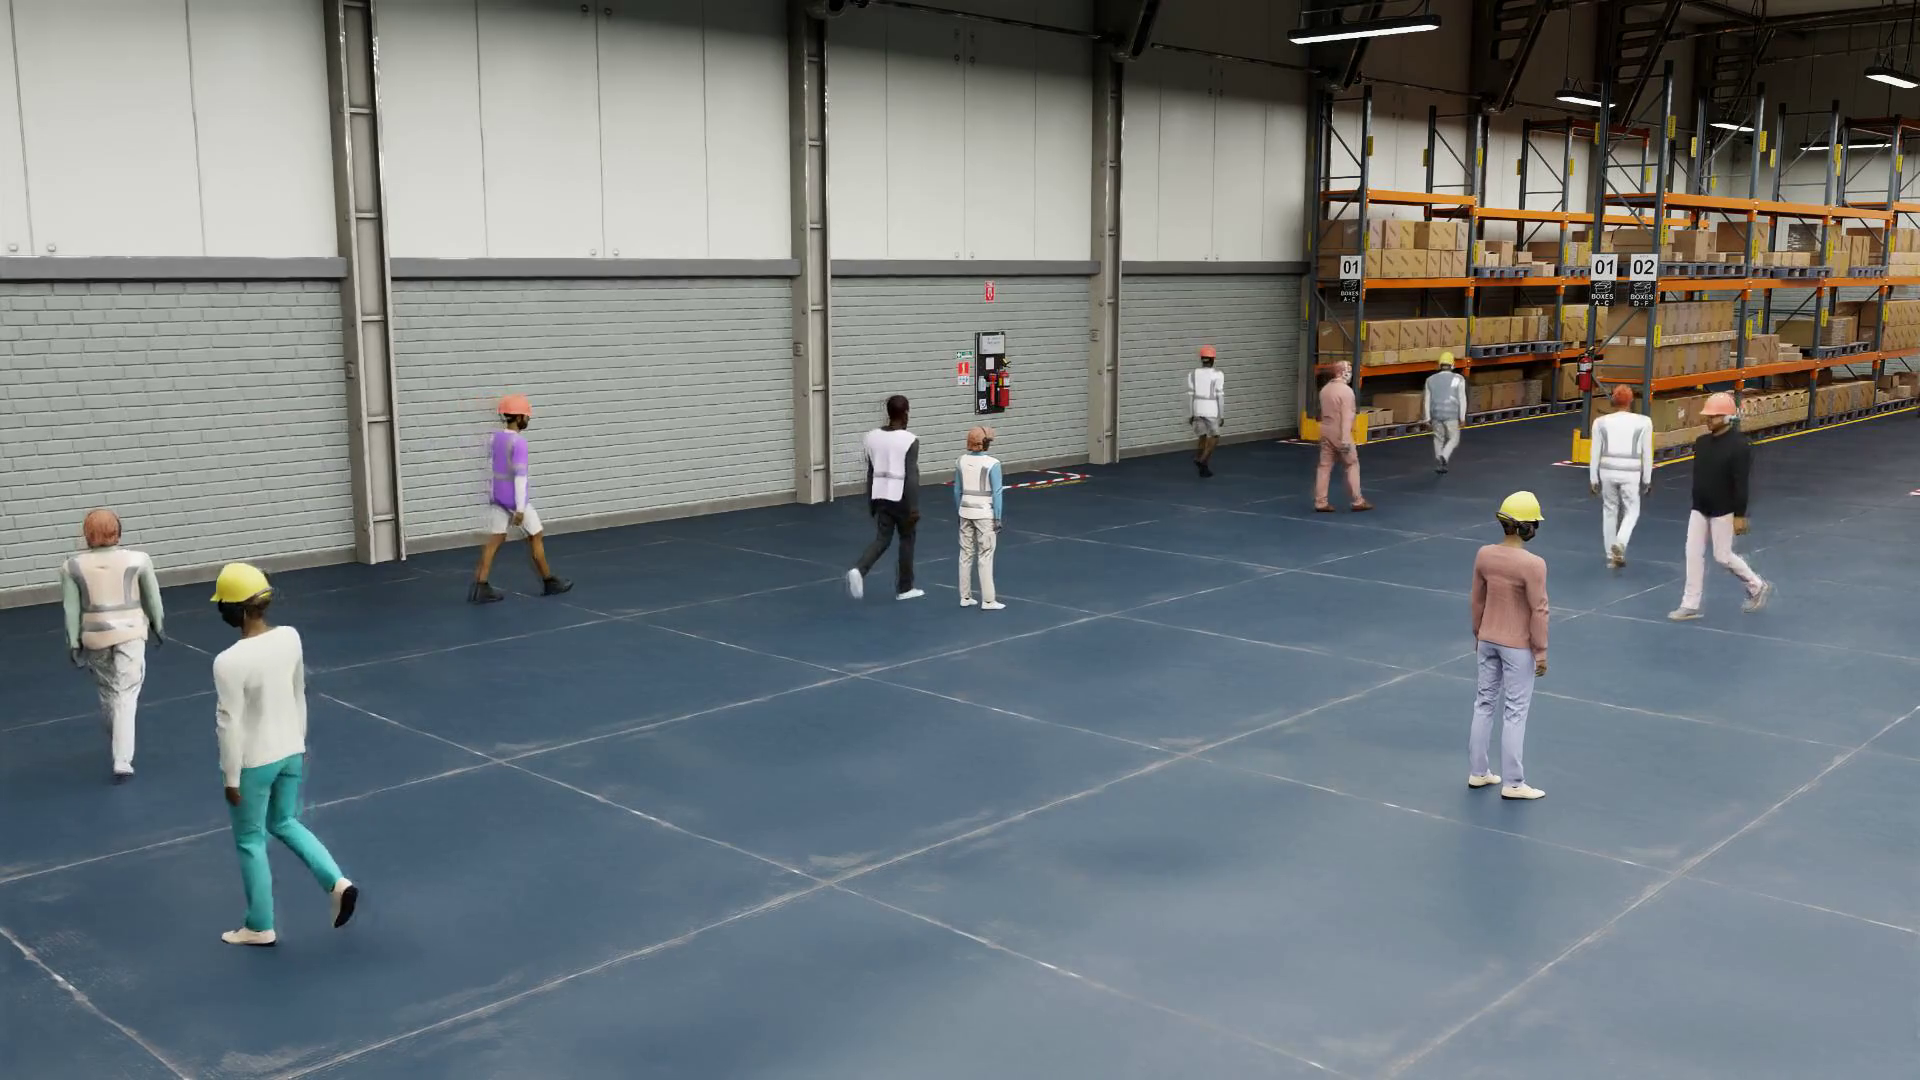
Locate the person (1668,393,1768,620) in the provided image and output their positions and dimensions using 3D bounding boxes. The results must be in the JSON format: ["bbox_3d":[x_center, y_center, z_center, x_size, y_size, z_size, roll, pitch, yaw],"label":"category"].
[{"bbox_3d":[6.563,-0.282,14.300,0.815,1.972,0.622,-3,10,-17],"label":"person"}]

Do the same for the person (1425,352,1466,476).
[{"bbox_3d":[7.013,-1.814,24.078,0.613,1.818,0.507,7,12,37],"label":"person"}]

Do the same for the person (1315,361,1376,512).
[{"bbox_3d":[4.794,-1.275,20.607,0.864,1.872,0.680,-4,10,-21],"label":"person"}]

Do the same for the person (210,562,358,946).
[{"bbox_3d":[-3.038,0.961,7.363,0.531,1.751,0.540,3,10,18],"label":"person"}]

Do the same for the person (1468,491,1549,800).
[{"bbox_3d":[3.163,0.599,9.542,0.316,1.767,0.535,-5,11,-27],"label":"person"}]

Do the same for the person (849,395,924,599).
[{"bbox_3d":[-0.647,-0.362,15.041,0.594,1.893,0.760,8,12,39],"label":"person"}]

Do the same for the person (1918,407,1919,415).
[{"bbox_3d":[19.781,-3.489,33.711,0.604,2.020,0.878,8,12,39],"label":"person"}]

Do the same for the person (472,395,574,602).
[{"bbox_3d":[-4.050,-0.378,15.145,0.566,1.891,0.985,9,13,42],"label":"person"}]

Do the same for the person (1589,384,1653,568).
[{"bbox_3d":[6.600,-0.621,16.653,0.605,1.869,0.569,5,11,30],"label":"person"}]

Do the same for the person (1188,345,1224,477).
[{"bbox_3d":[3.538,-1.844,23.948,0.569,1.921,0.488,6,11,33],"label":"person"}]

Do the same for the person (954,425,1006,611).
[{"bbox_3d":[0.164,-0.193,14.749,0.514,1.640,0.315,8,12,40],"label":"person"}]

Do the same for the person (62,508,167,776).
[{"bbox_3d":[-5.107,0.603,10.048,0.515,1.592,0.876,-2,10,-14],"label":"person"}]
